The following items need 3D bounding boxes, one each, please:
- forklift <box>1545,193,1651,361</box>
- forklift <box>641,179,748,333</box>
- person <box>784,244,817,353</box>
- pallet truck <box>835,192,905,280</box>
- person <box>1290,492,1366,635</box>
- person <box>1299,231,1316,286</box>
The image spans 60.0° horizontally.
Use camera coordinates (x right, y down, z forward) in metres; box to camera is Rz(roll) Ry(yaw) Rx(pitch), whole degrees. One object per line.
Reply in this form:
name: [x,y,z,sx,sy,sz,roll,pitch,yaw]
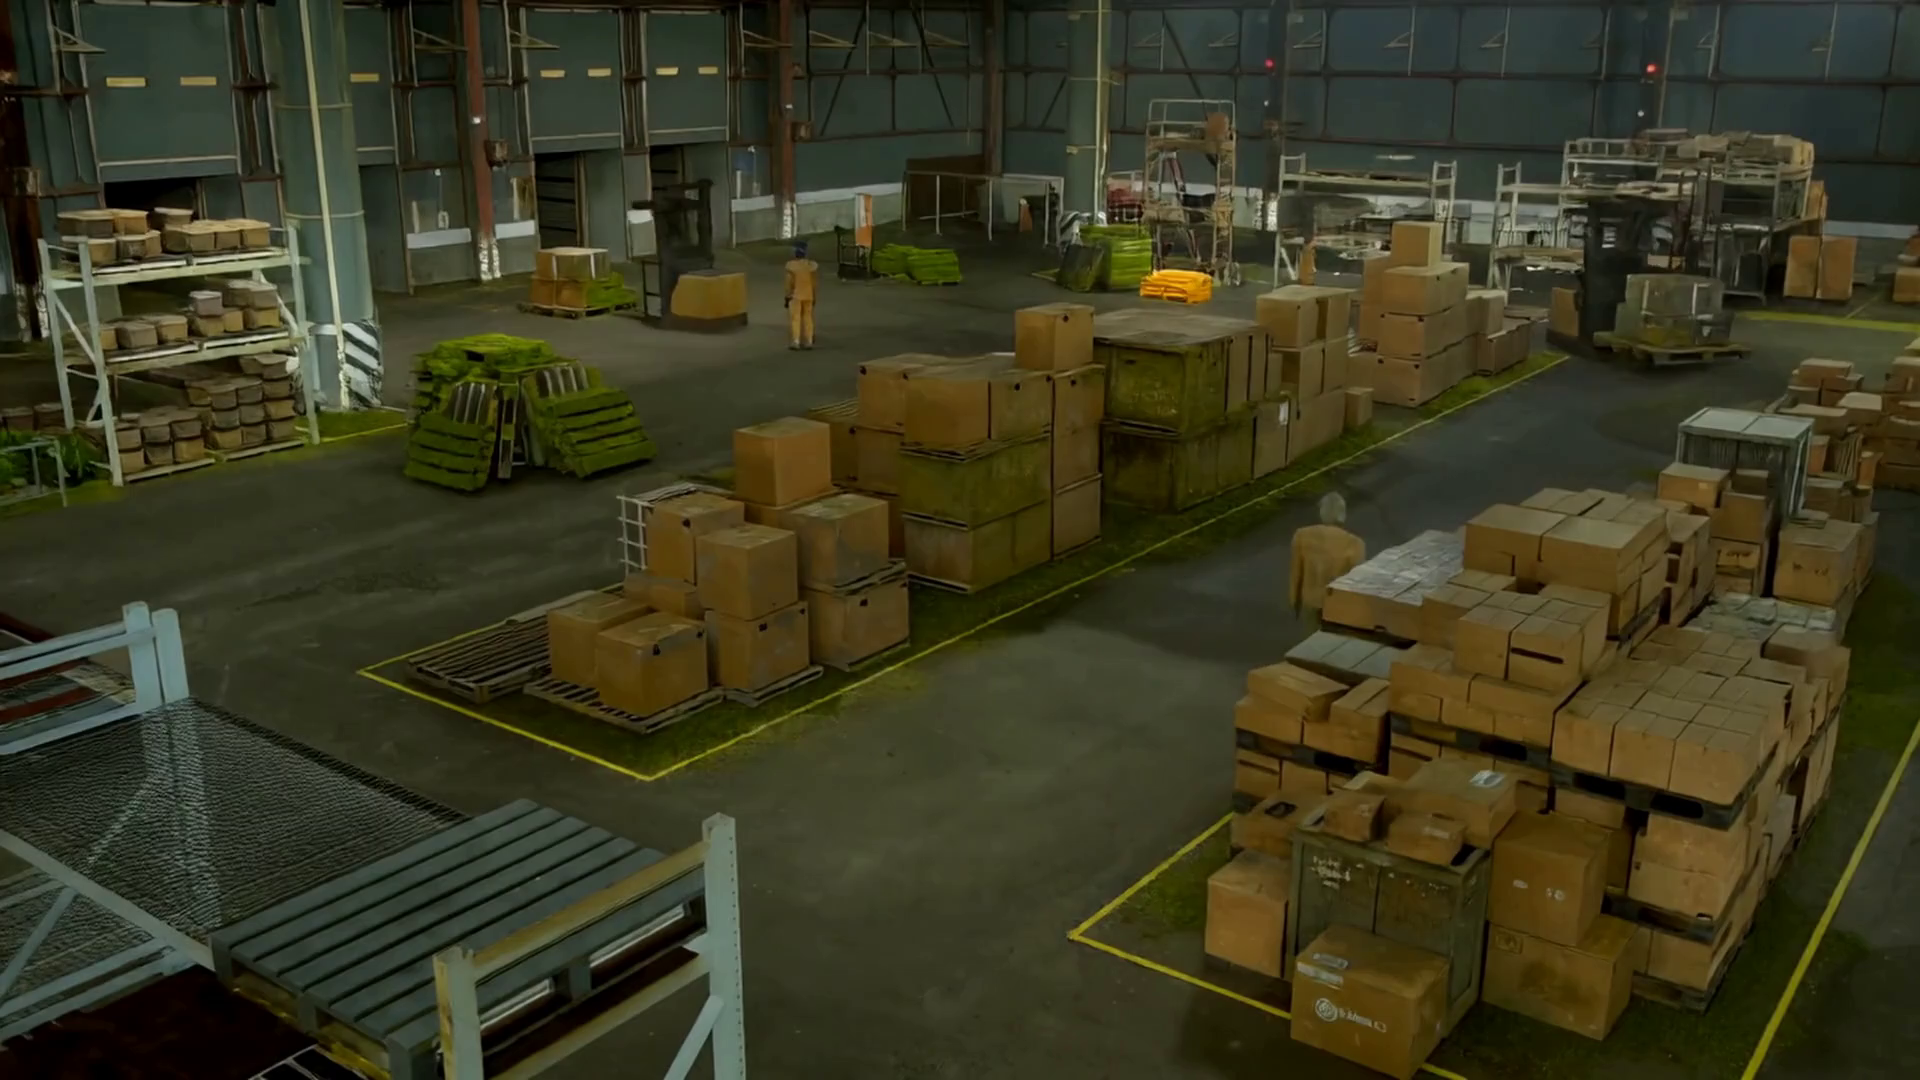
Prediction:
forklift: [11.414,-4.710,29.371,1.129,2.768,1.873,-4,17,-12]
forklift: [-5.130,-5.487,31.942,1.873,2.768,1.129,12,21,35]
person: [-2.838,-4.309,29.669,0.636,1.931,0.376,-9,19,-27]
pallet truck: [-1.936,-7.159,38.982,1.885,1.965,0.823,-12,21,-34]
person: [2.983,0.543,13.643,0.638,1.910,0.896,12,21,35]
person: [7.086,-5.478,33.969,0.406,1.662,0.597,-3,17,-11]
